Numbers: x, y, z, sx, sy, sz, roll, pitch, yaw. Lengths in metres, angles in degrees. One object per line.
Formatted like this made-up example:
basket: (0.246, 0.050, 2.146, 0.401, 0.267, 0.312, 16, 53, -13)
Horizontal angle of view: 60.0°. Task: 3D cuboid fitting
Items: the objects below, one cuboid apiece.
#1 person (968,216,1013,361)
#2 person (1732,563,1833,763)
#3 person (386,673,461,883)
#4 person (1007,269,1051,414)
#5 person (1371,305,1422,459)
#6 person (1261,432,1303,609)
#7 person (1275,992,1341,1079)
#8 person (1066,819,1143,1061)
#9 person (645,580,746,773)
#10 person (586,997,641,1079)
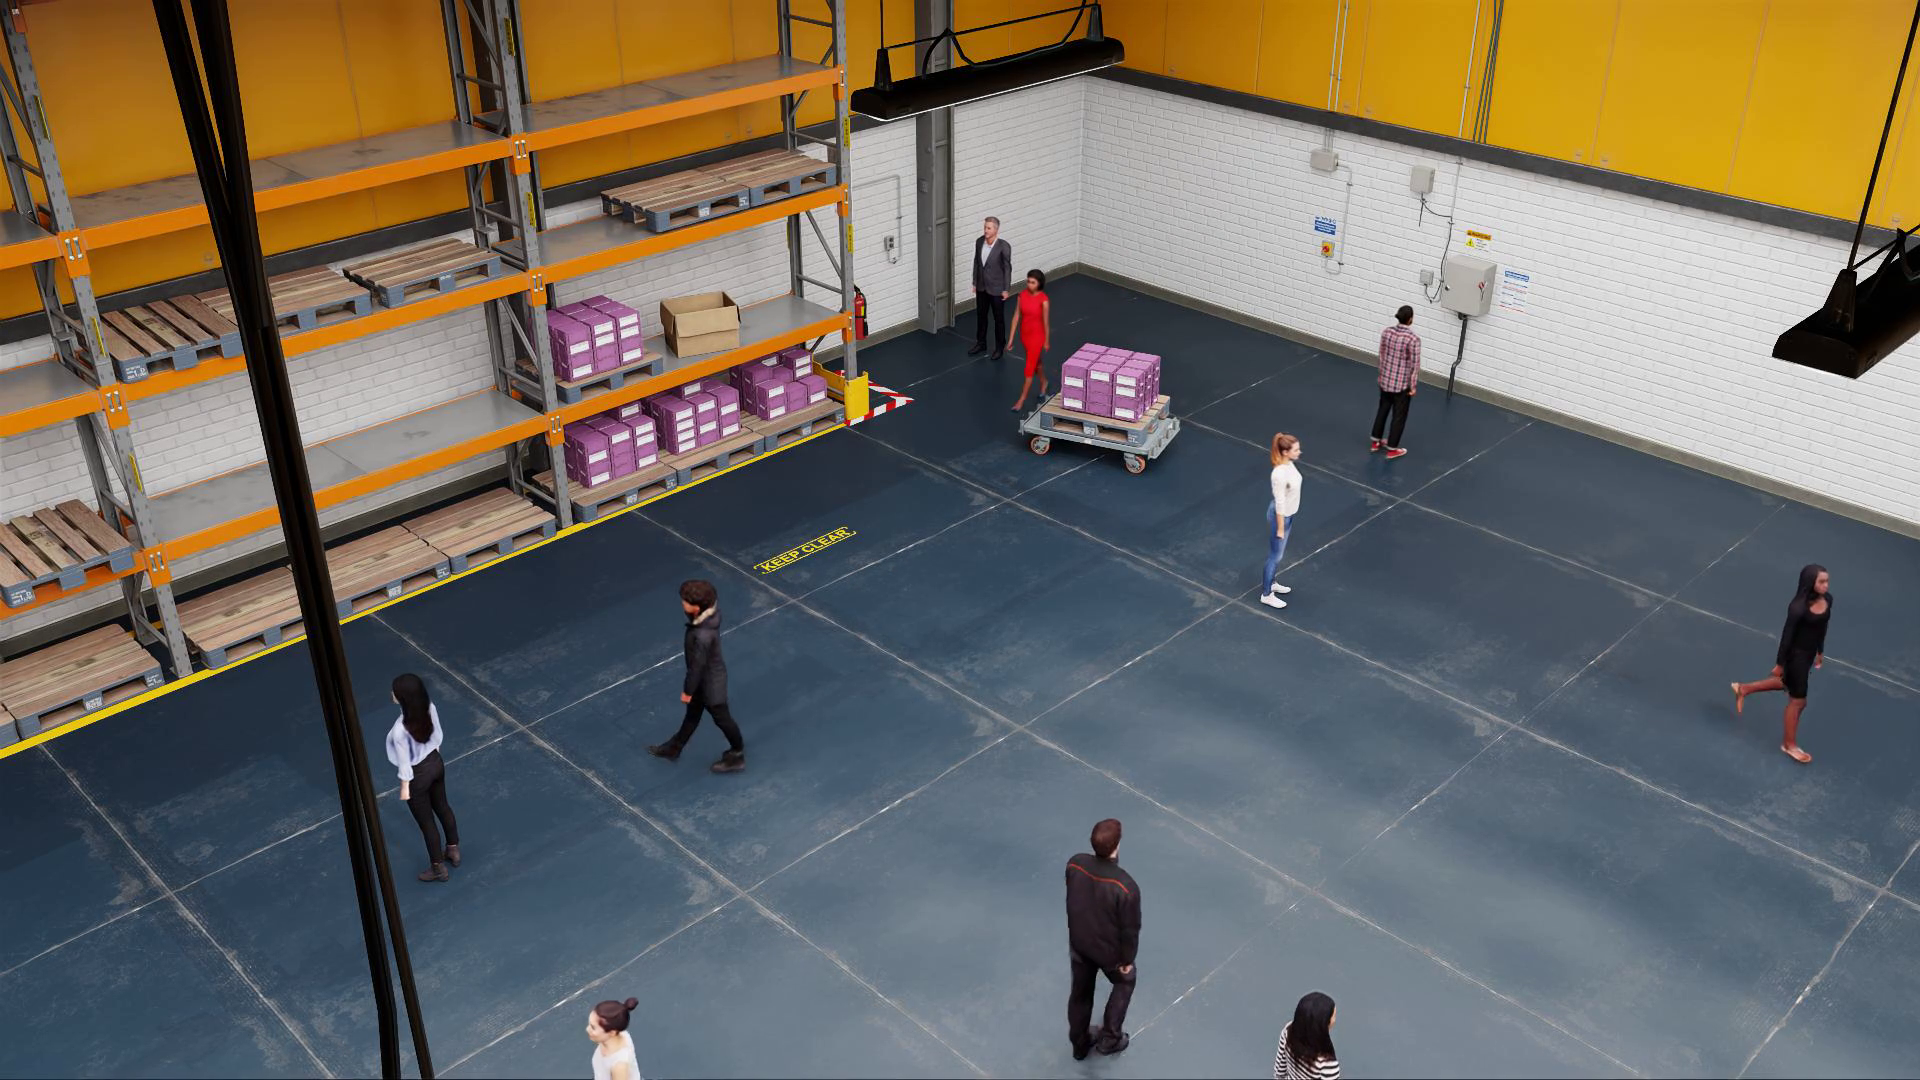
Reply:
person: (0.393, -3.222, 21.078, 0.752, 1.842, 0.659, 19, 34, 31)
person: (6.781, 0.932, 13.609, 1.045, 1.700, 0.791, -18, 33, -29)
person: (-3.904, 1.723, 12.115, 0.792, 1.744, 0.666, 8, 30, 15)
person: (0.905, -2.387, 19.702, 0.685, 1.694, 1.152, 20, 34, 32)
person: (4.849, -1.767, 18.499, 0.618, 1.756, 0.708, -21, 35, -33)
person: (3.018, -0.207, 15.677, 0.746, 1.720, 0.622, 9, 30, 16)
person: (1.913, 3.232, 9.292, 0.531, 1.797, 0.612, -18, 33, -30)
person: (0.834, 2.579, 10.460, 0.781, 1.826, 0.732, 16, 33, 27)
person: (-1.916, 1.108, 13.238, 1.117, 1.747, 0.970, -5, 29, -10)
person: (-1.870, 3.220, 9.522, 0.805, 1.598, 0.721, -10, 30, -18)
